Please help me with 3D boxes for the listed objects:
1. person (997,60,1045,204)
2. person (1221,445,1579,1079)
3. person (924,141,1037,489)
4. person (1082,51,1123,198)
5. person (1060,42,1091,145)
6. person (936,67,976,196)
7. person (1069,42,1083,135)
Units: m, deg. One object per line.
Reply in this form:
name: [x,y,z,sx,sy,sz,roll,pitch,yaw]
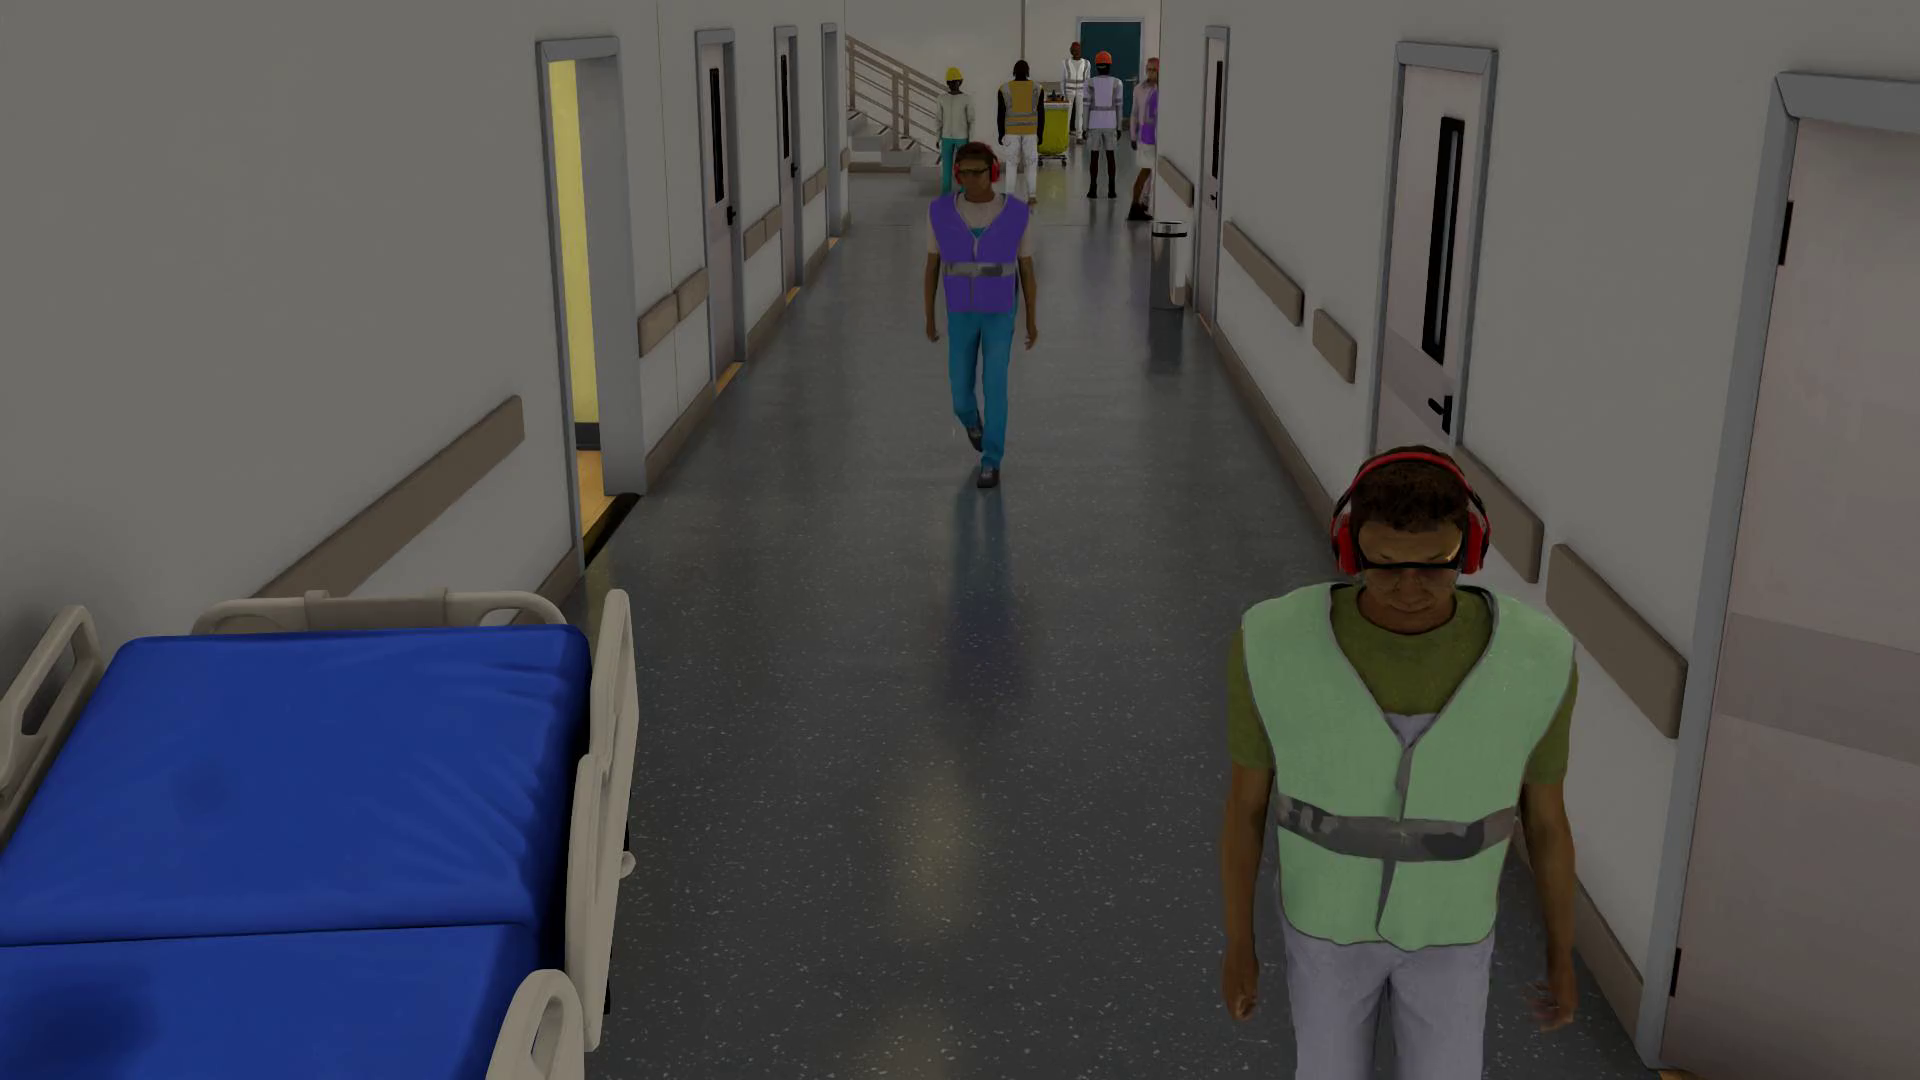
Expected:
person: [0.794,-5.325,21.755,0.629,1.843,0.429,-1,18,-3]
person: [0.774,0.666,2.990,0.634,1.810,0.731,2,18,5]
person: [0.118,-1.229,8.921,0.600,1.818,0.662,2,18,7]
person: [1.915,-5.602,22.473,0.548,1.934,0.375,0,18,-1]
person: [2.175,-8.416,31.400,0.573,1.882,0.357,-2,18,-6]
person: [-0.066,-5.142,21.298,0.528,1.767,0.329,6,19,19]
person: [2.327,-9.199,33.920,0.345,1.847,0.507,-10,20,-29]
